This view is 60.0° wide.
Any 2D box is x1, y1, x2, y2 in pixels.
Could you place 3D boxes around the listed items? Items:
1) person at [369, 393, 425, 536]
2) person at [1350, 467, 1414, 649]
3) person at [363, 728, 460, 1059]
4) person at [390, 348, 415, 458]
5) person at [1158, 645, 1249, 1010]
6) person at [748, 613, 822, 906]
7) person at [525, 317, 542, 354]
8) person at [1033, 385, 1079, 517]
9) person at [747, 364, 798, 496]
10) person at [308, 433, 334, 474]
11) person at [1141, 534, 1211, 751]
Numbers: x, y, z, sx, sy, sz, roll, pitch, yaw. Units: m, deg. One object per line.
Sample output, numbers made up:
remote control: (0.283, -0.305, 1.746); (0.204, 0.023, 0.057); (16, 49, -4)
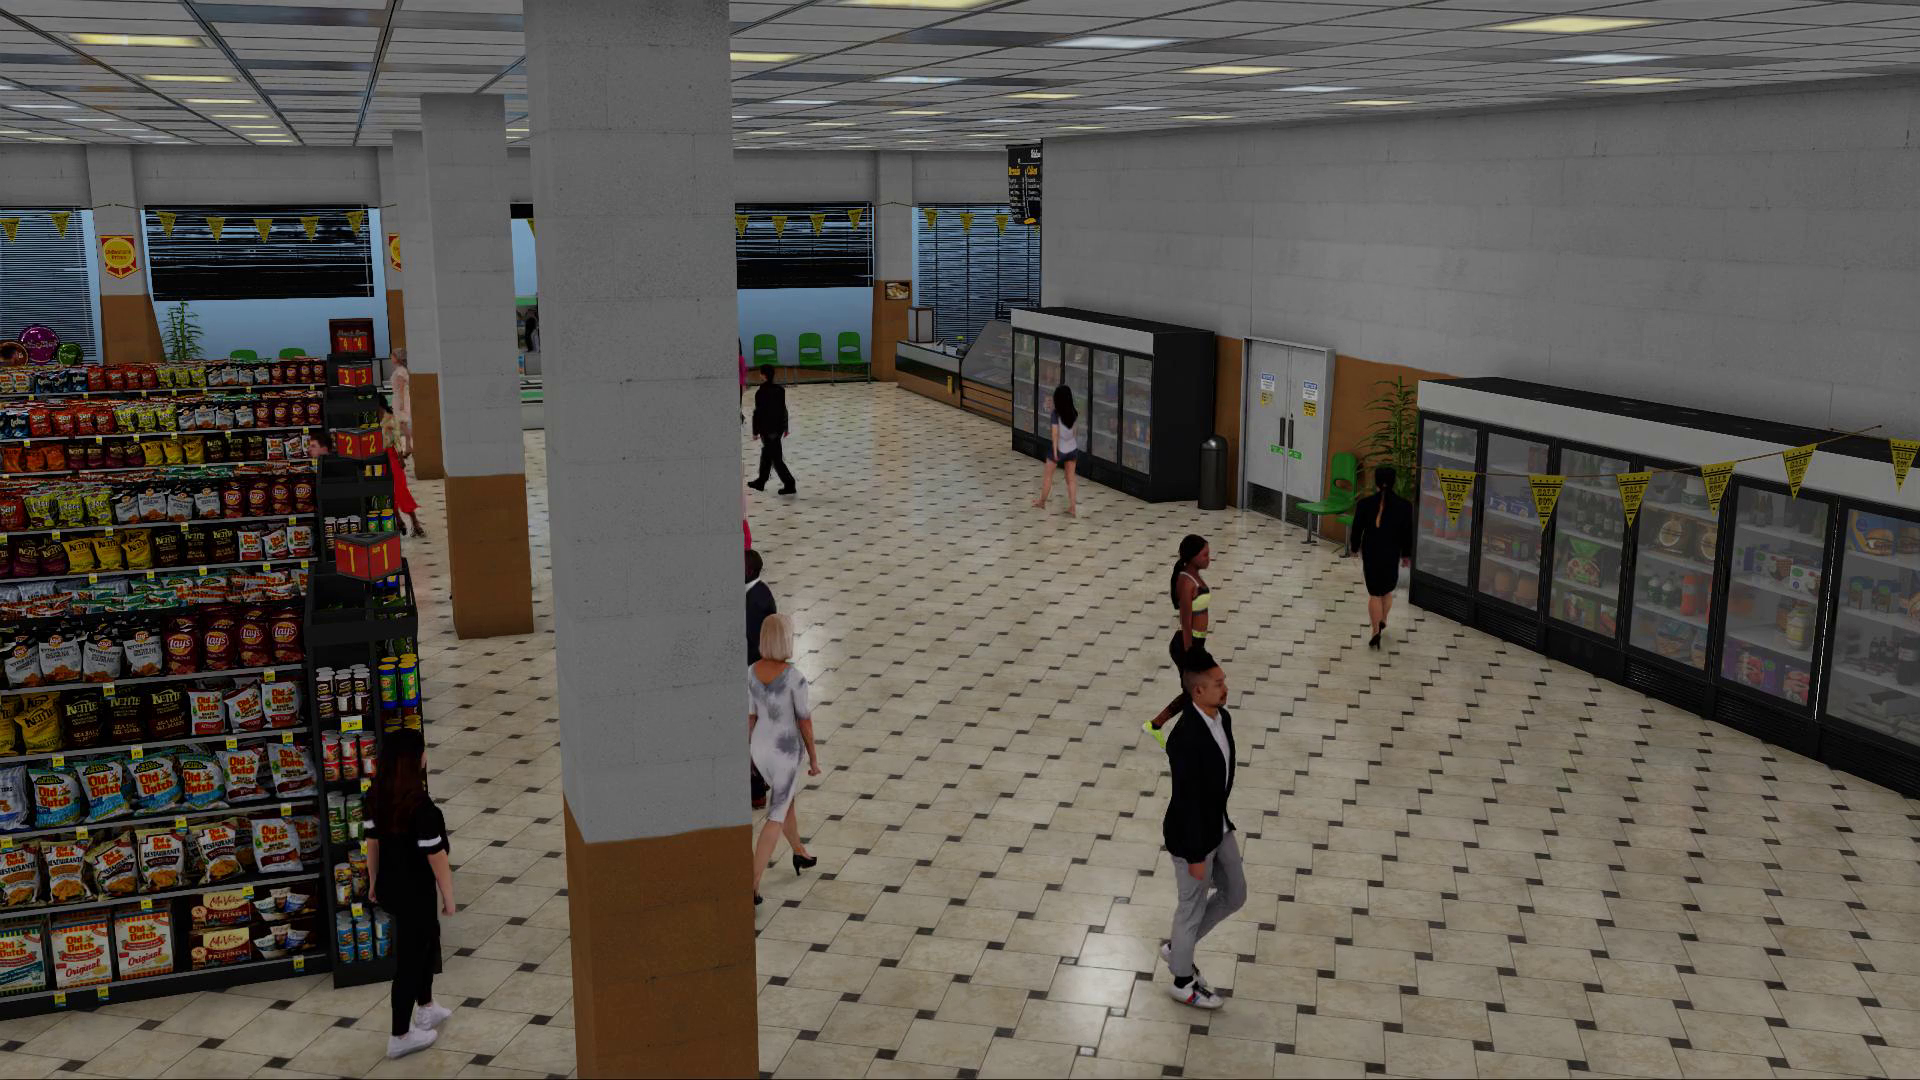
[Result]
person: (-6.869, -0.892, 20.167); (0.858, 1.760, 0.903); (5, 13, 21)
person: (3.874, 0.191, 15.297); (1.038, 1.647, 1.037); (2, 12, 8)
person: (-2.737, 1.731, 8.046); (0.767, 1.622, 0.820); (8, 14, 32)
person: (-8.698, -2.149, 26.224); (0.738, 1.725, 0.652); (-3, 12, -12)
person: (1.144, 1.460, 8.562); (0.925, 1.940, 0.842); (8, 14, 32)
person: (-1.110, 1.319, 9.790); (1.049, 1.710, 1.140); (6, 13, 27)
person: (-8.398, -3.504, 32.687); (0.943, 1.714, 0.765); (-8, 14, -33)
person: (1.388, -1.129, 21.514); (1.005, 1.670, 0.834); (-8, 14, -34)
person: (-2.520, -1.467, 22.819); (1.240, 1.793, 1.226); (7, 14, 31)
person: (-6.142, -0.133, 16.437); (1.250, 1.813, 0.819); (-7, 14, -30)
person: (1.598, 0.809, 12.131); (0.926, 1.744, 0.836); (4, 12, 17)
